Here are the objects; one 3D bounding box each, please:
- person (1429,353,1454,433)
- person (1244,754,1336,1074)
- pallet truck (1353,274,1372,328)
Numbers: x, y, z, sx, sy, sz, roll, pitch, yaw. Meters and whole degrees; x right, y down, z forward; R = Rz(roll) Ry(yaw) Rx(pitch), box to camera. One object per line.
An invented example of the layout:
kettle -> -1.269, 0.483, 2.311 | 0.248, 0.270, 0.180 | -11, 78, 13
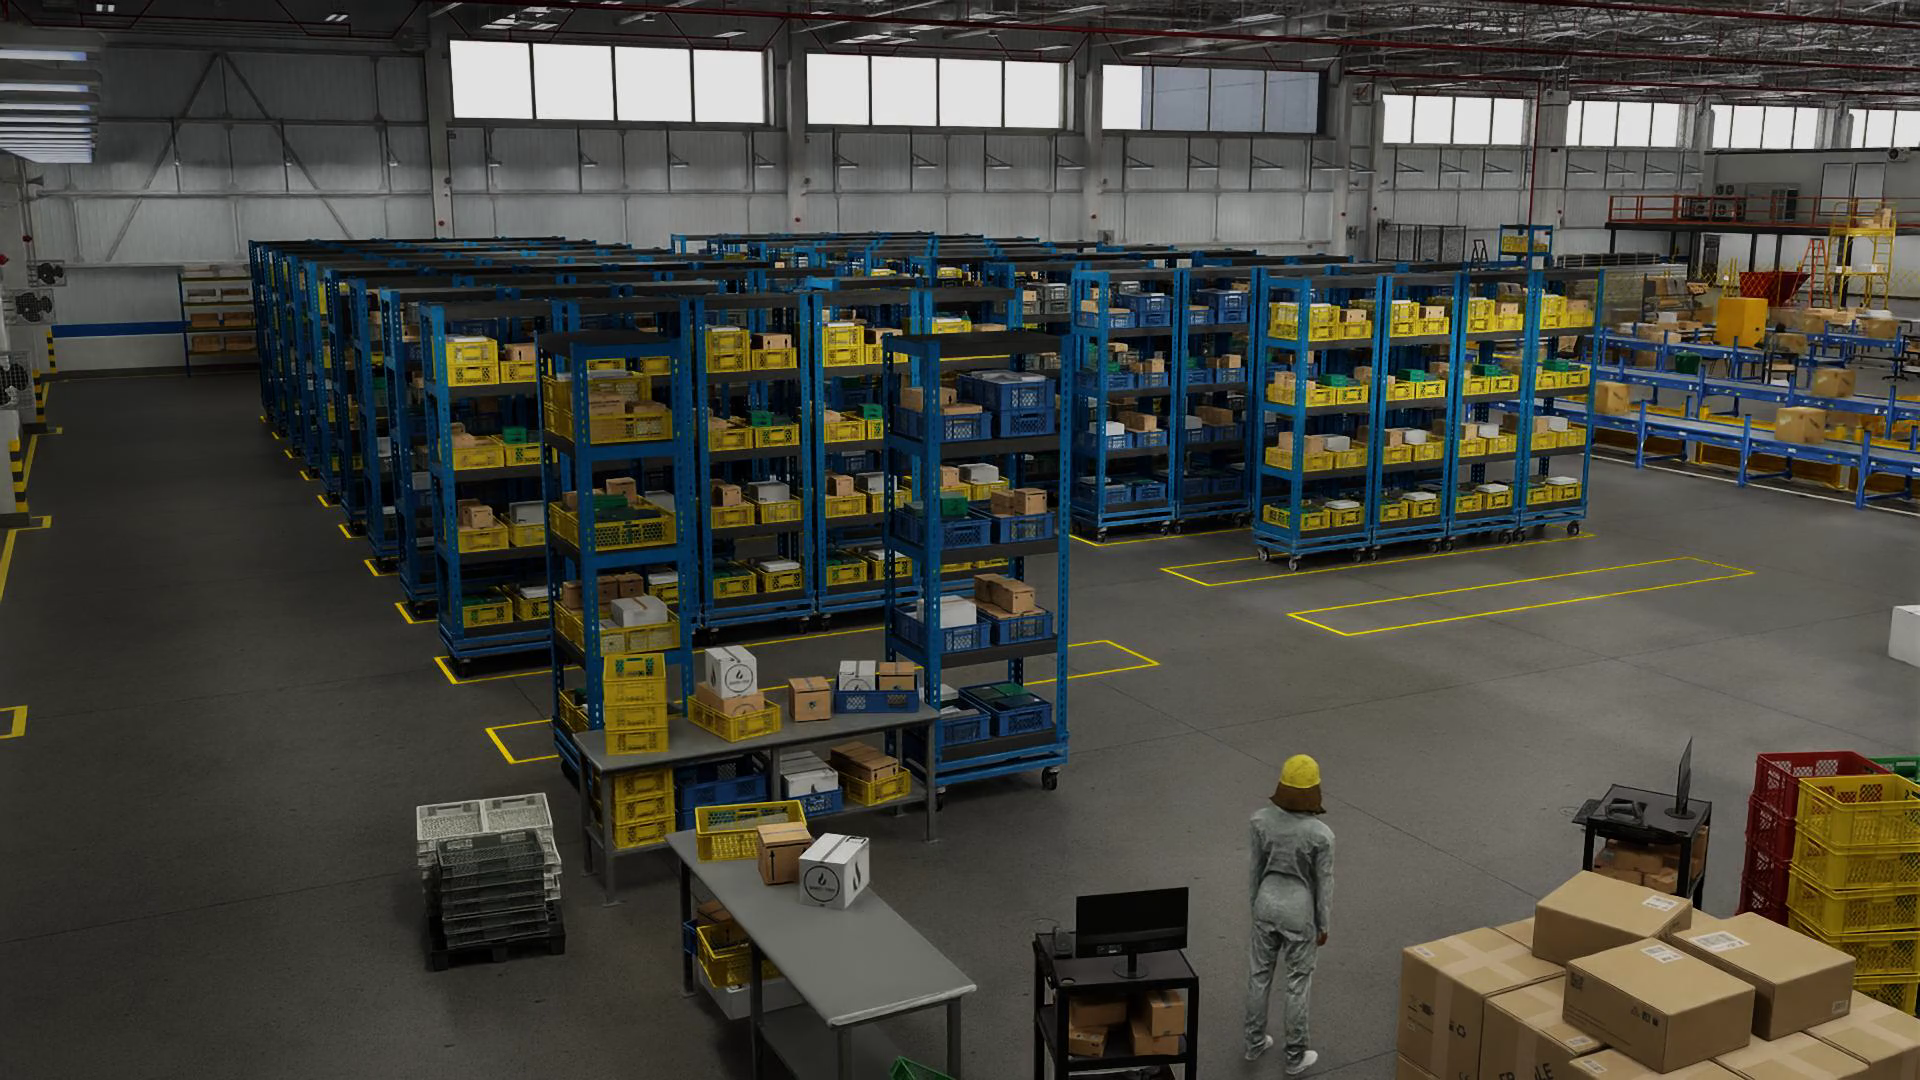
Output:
person -> 8.368, -2.373, 29.044 | 0.659, 1.855, 0.942 | 1, 12, 5
person -> 1.774, 1.988, 8.918 | 0.480, 1.732, 0.354 | 8, 14, 33
pallet truck -> 13.011, -8.050, 55.243 | 0.823, 1.965, 1.885 | -7, 14, -28
